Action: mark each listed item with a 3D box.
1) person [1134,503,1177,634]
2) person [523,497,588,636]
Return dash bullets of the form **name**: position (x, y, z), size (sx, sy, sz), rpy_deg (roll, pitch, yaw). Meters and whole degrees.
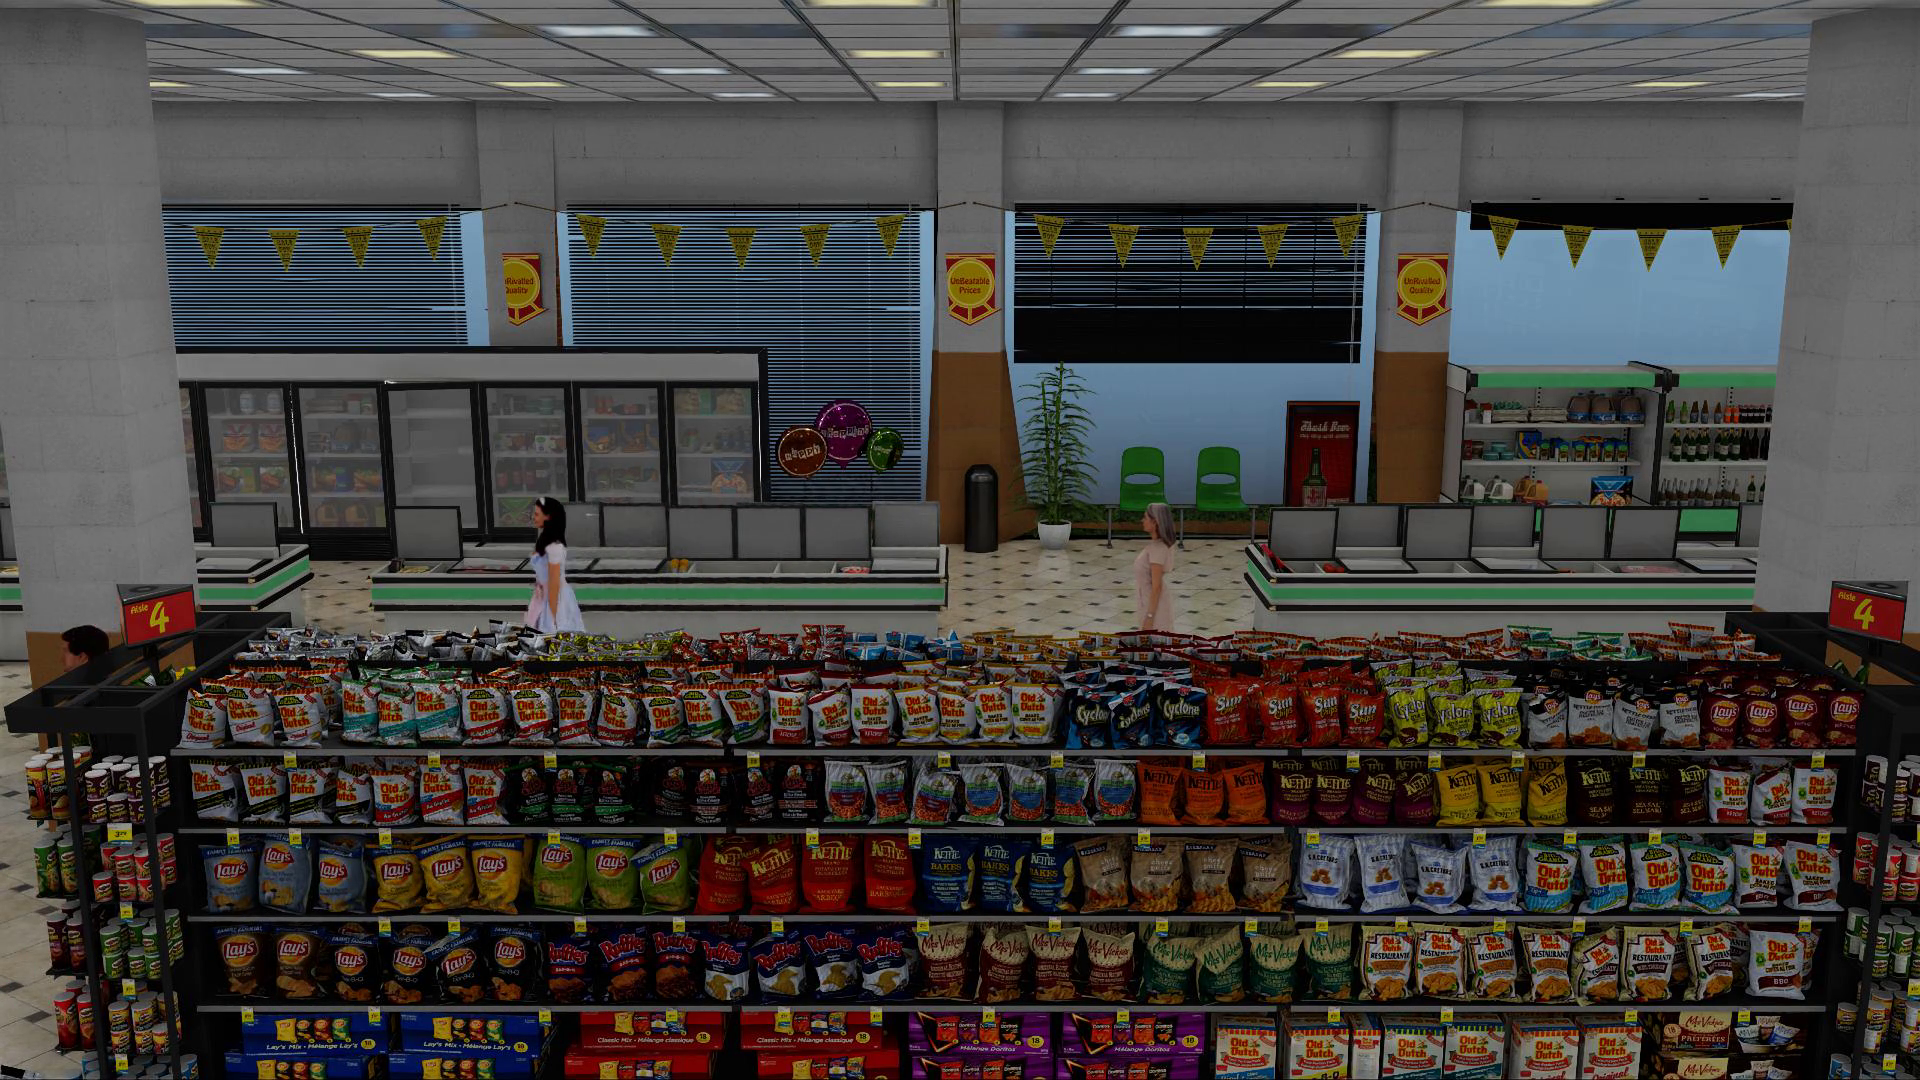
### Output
- **person**: position (1.497, 0.564, 12.690), size (0.605, 1.736, 0.638), rpy_deg (2, 12, 12)
- **person**: position (-2.972, 0.564, 12.519), size (0.971, 1.808, 0.820), rpy_deg (-4, 12, -17)
